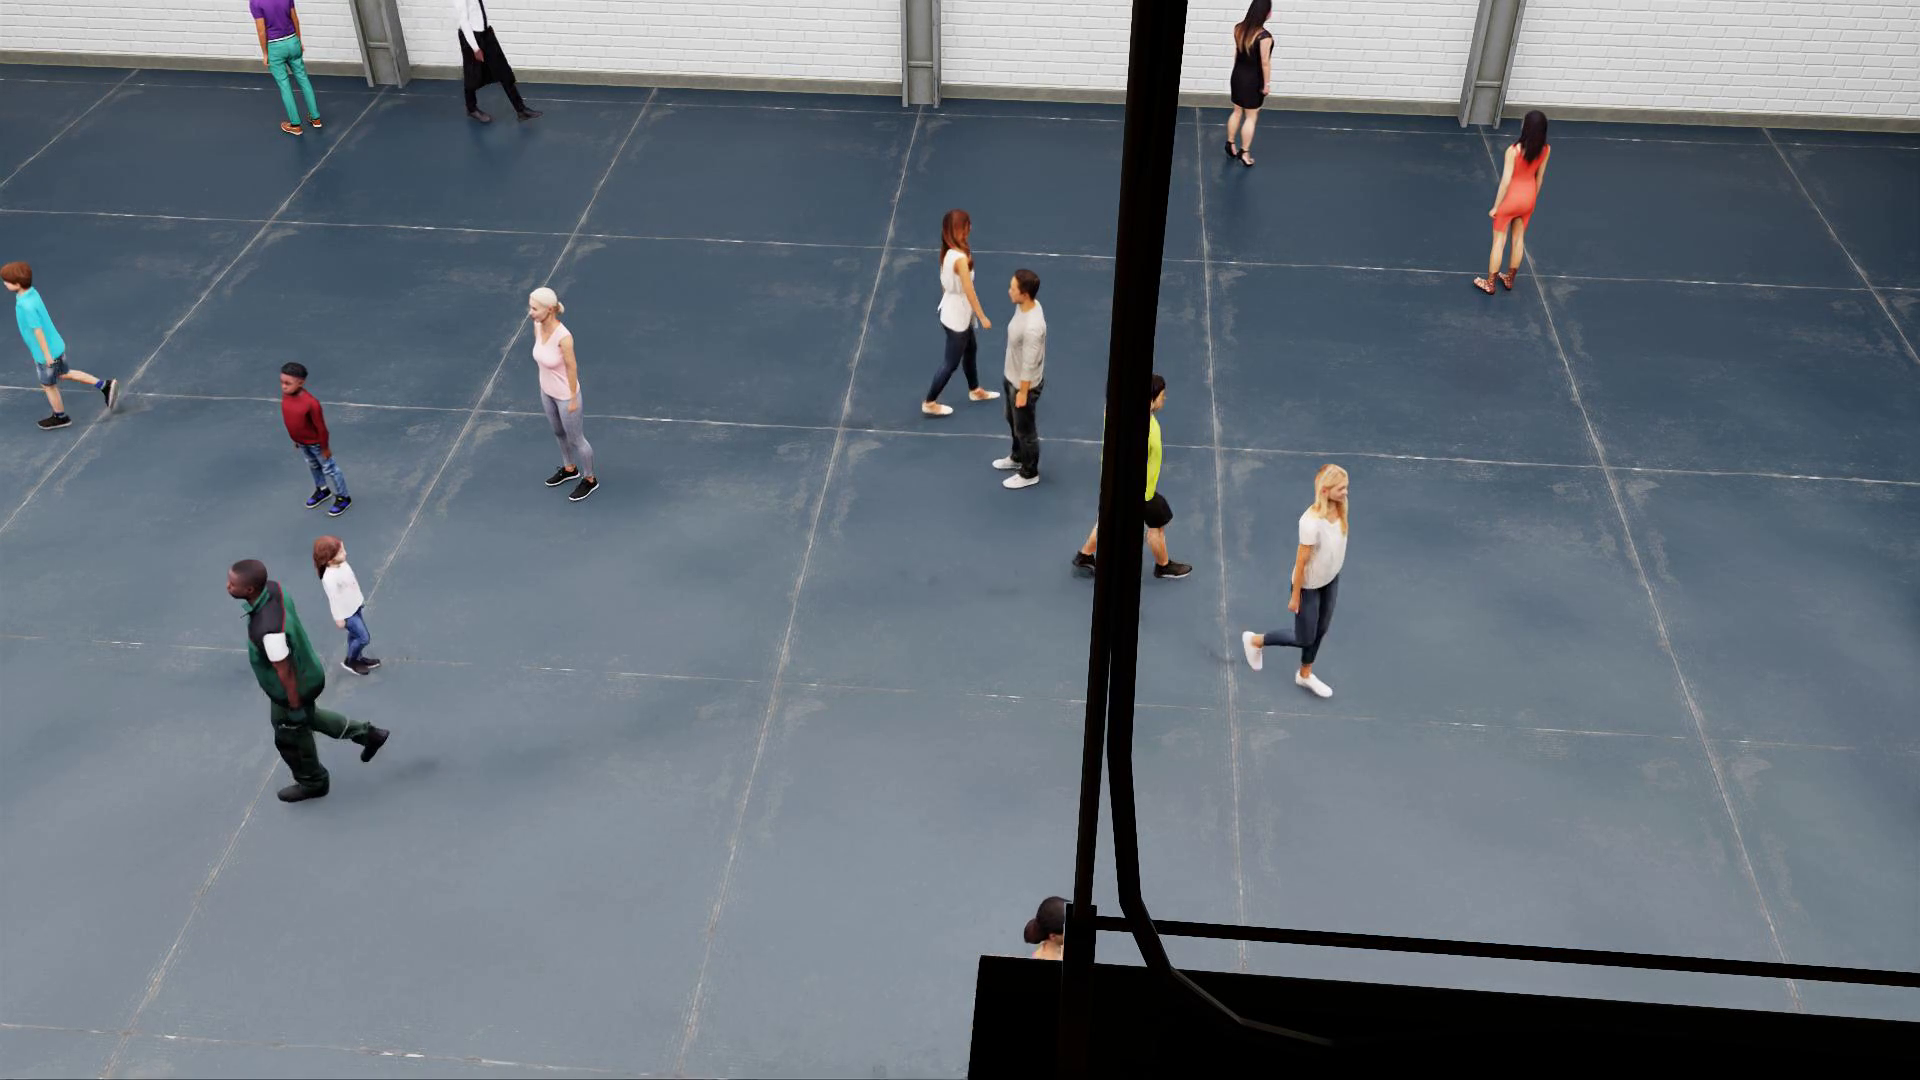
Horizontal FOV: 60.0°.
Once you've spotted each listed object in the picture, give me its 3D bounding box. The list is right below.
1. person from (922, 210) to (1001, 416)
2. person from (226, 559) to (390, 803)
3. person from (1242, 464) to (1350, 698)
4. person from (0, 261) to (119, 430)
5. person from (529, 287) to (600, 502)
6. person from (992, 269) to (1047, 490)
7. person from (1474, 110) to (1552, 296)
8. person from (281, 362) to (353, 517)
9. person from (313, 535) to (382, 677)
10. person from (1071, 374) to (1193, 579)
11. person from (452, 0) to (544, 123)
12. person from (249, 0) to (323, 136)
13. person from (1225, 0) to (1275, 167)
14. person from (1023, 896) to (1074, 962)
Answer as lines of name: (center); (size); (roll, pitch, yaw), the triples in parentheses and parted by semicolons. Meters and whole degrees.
person: (-0.094, -1.716, 12.961); (0.978, 1.756, 0.759); (-8, 39, -10)
person: (-3.825, 0.823, 9.728); (1.074, 1.823, 0.924); (-13, 41, -16)
person: (2.150, 0.240, 10.480); (0.979, 1.795, 0.873); (27, 46, 30)
person: (-7.065, -1.531, 12.989); (0.944, 1.431, 0.752); (-14, 41, -16)
person: (-2.928, -1.097, 12.209); (0.624, 1.726, 0.701); (30, 47, 32)
person: (0.499, -1.179, 12.248); (0.646, 1.806, 0.698); (-5, 39, -6)
person: (4.858, -2.948, 14.533); (0.589, 1.719, 0.716); (-11, 40, -14)
person: (-4.737, -0.763, 12.170); (0.531, 1.252, 0.629); (20, 43, 23)
person: (-4.038, 0.426, 10.799); (0.502, 1.106, 0.470); (-1, 39, -1)
person: (1.134, -0.393, 11.374); (1.119, 1.669, 0.758); (-3, 39, -3)
person: (-5.095, -5.182, 17.262); (1.192, 1.805, 0.864); (12, 40, 15)
person: (-6.987, -5.081, 17.165); (0.761, 1.767, 0.727); (29, 47, 31)
person: (2.878, -4.559, 16.556); (0.793, 1.711, 0.750); (-22, 44, -26)
person: (0.333, 2.297, 7.894); (0.765, 1.807, 0.699); (15, 41, 18)
